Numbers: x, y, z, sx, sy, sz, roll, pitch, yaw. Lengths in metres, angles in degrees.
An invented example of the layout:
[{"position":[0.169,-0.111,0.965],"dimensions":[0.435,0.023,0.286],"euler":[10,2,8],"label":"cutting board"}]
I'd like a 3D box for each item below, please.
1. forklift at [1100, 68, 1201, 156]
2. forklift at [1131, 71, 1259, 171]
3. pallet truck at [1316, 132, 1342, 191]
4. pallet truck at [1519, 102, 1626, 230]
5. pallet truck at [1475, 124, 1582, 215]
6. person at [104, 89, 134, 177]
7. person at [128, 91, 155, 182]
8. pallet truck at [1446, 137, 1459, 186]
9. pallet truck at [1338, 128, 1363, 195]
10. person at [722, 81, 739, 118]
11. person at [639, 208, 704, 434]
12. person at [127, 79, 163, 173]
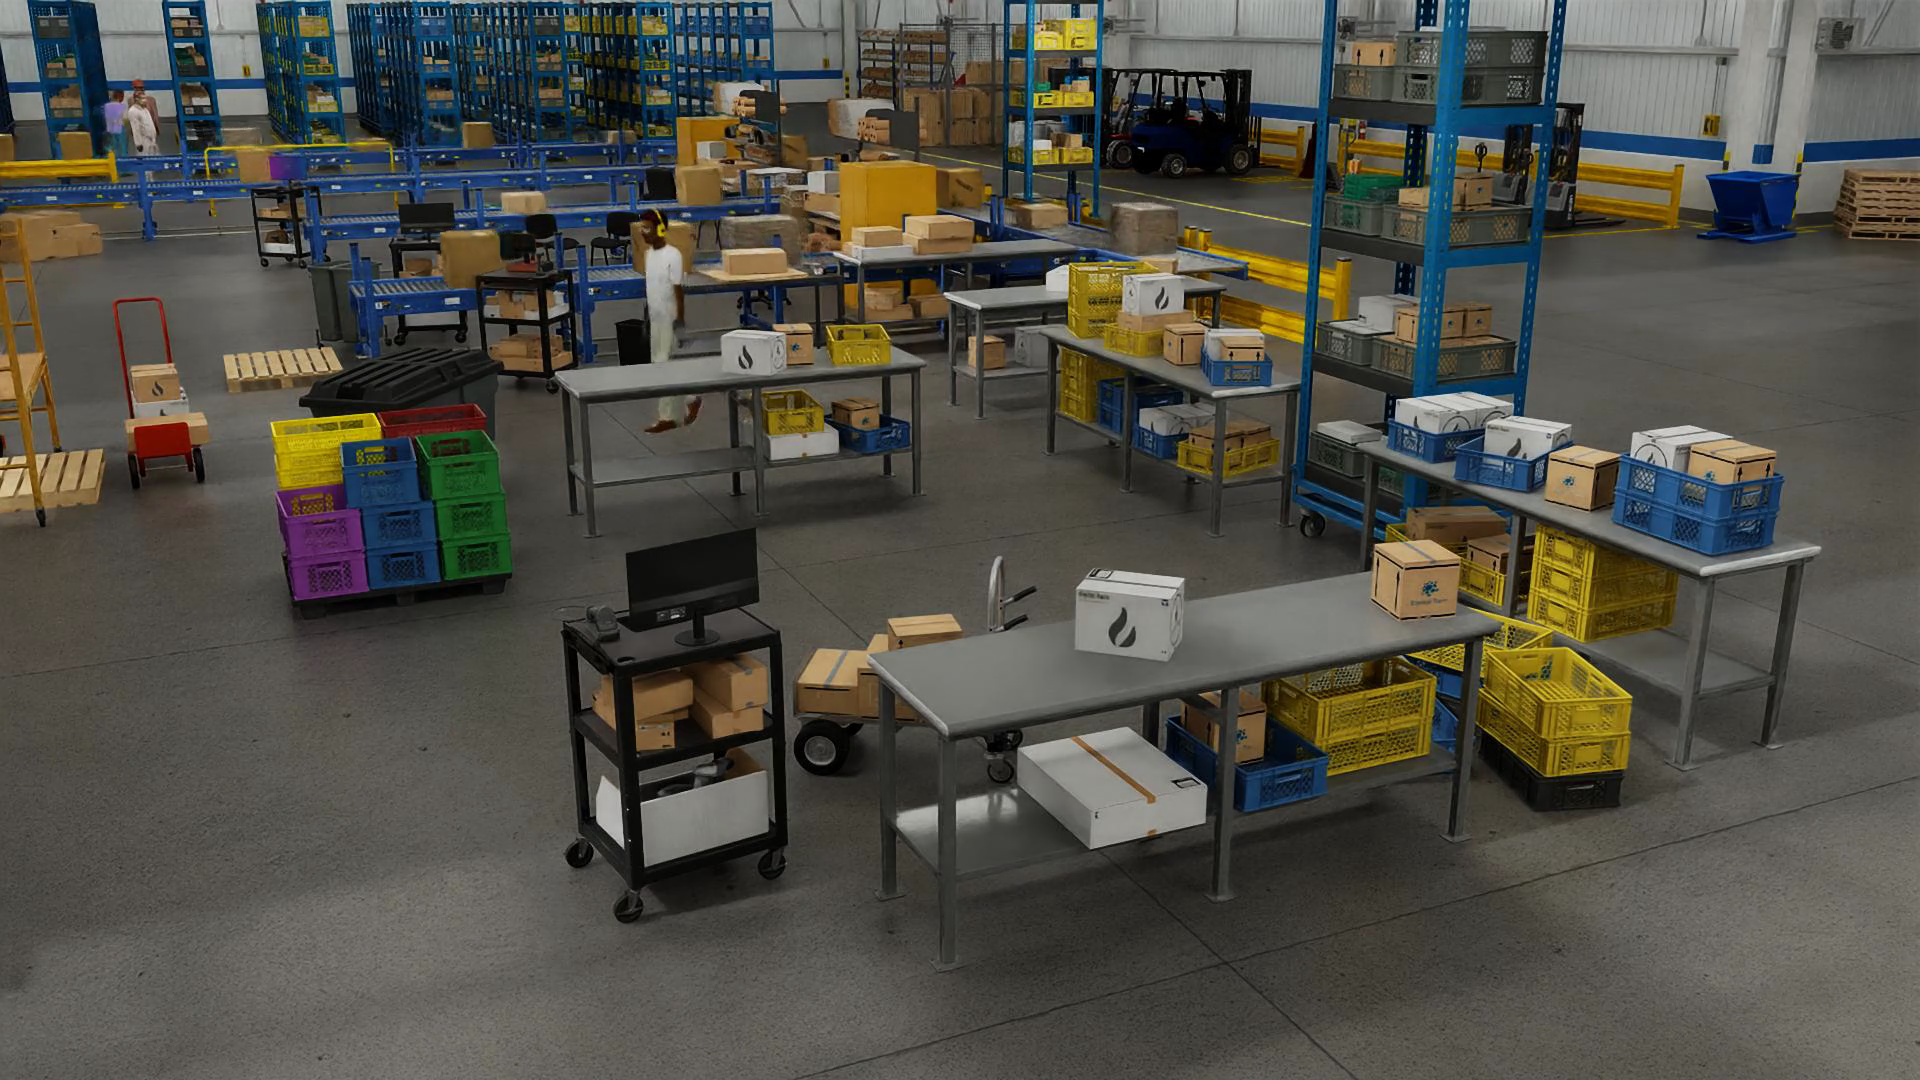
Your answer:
[{"position":[4.082,-9.564,37.410],"dimensions":[2.680,1.987,1.157],"euler":[-8,19,-23],"label":"forklift"},{"position":[4.998,-8.936,35.413],"dimensions":[2.680,1.987,1.157],"euler":[-9,20,-25],"label":"forklift"},{"position":[7.723,-7.504,32.656],"dimensions":[1.601,1.201,0.680],"euler":[-8,19,-23],"label":"pallet truck"},{"position":[9.972,-6.037,26.785],"dimensions":[1.885,1.965,0.823],"euler":[-9,20,-25],"label":"pallet truck"},{"position":[9.707,-6.455,28.103],"dimensions":[1.885,1.965,0.823],"euler":[-7,19,-20],"label":"pallet truck"},{"position":[-17.716,-8.534,34.935],"dimensions":[0.615,1.818,0.597],"euler":[5,18,14],"label":"person"},{"position":[-15.786,-7.718,32.232],"dimensions":[0.402,1.904,0.651],"euler":[-2,18,-5],"label":"person"},{"position":[9.184,-6.485,29.328],"dimensions":[1.630,1.274,0.653],"euler":[-8,19,-23],"label":"pallet truck"},{"position":[7.845,-7.140,31.411],"dimensions":[1.522,1.261,0.704],"euler":[-9,20,-25],"label":"pallet truck"},{"position":[-5.493,-9.917,39.322],"dimensions":[0.772,1.806,0.600],"euler":[-6,19,-19],"label":"person"},{"position":[-2.414,-1.780,13.623],"dimensions":[0.449,1.844,0.552],"euler":[-14,23,-38],"label":"person"},{"position":[-17.551,-8.893,35.785],"dimensions":[0.397,1.992,0.623],"euler":[16,24,41],"label":"person"}]
